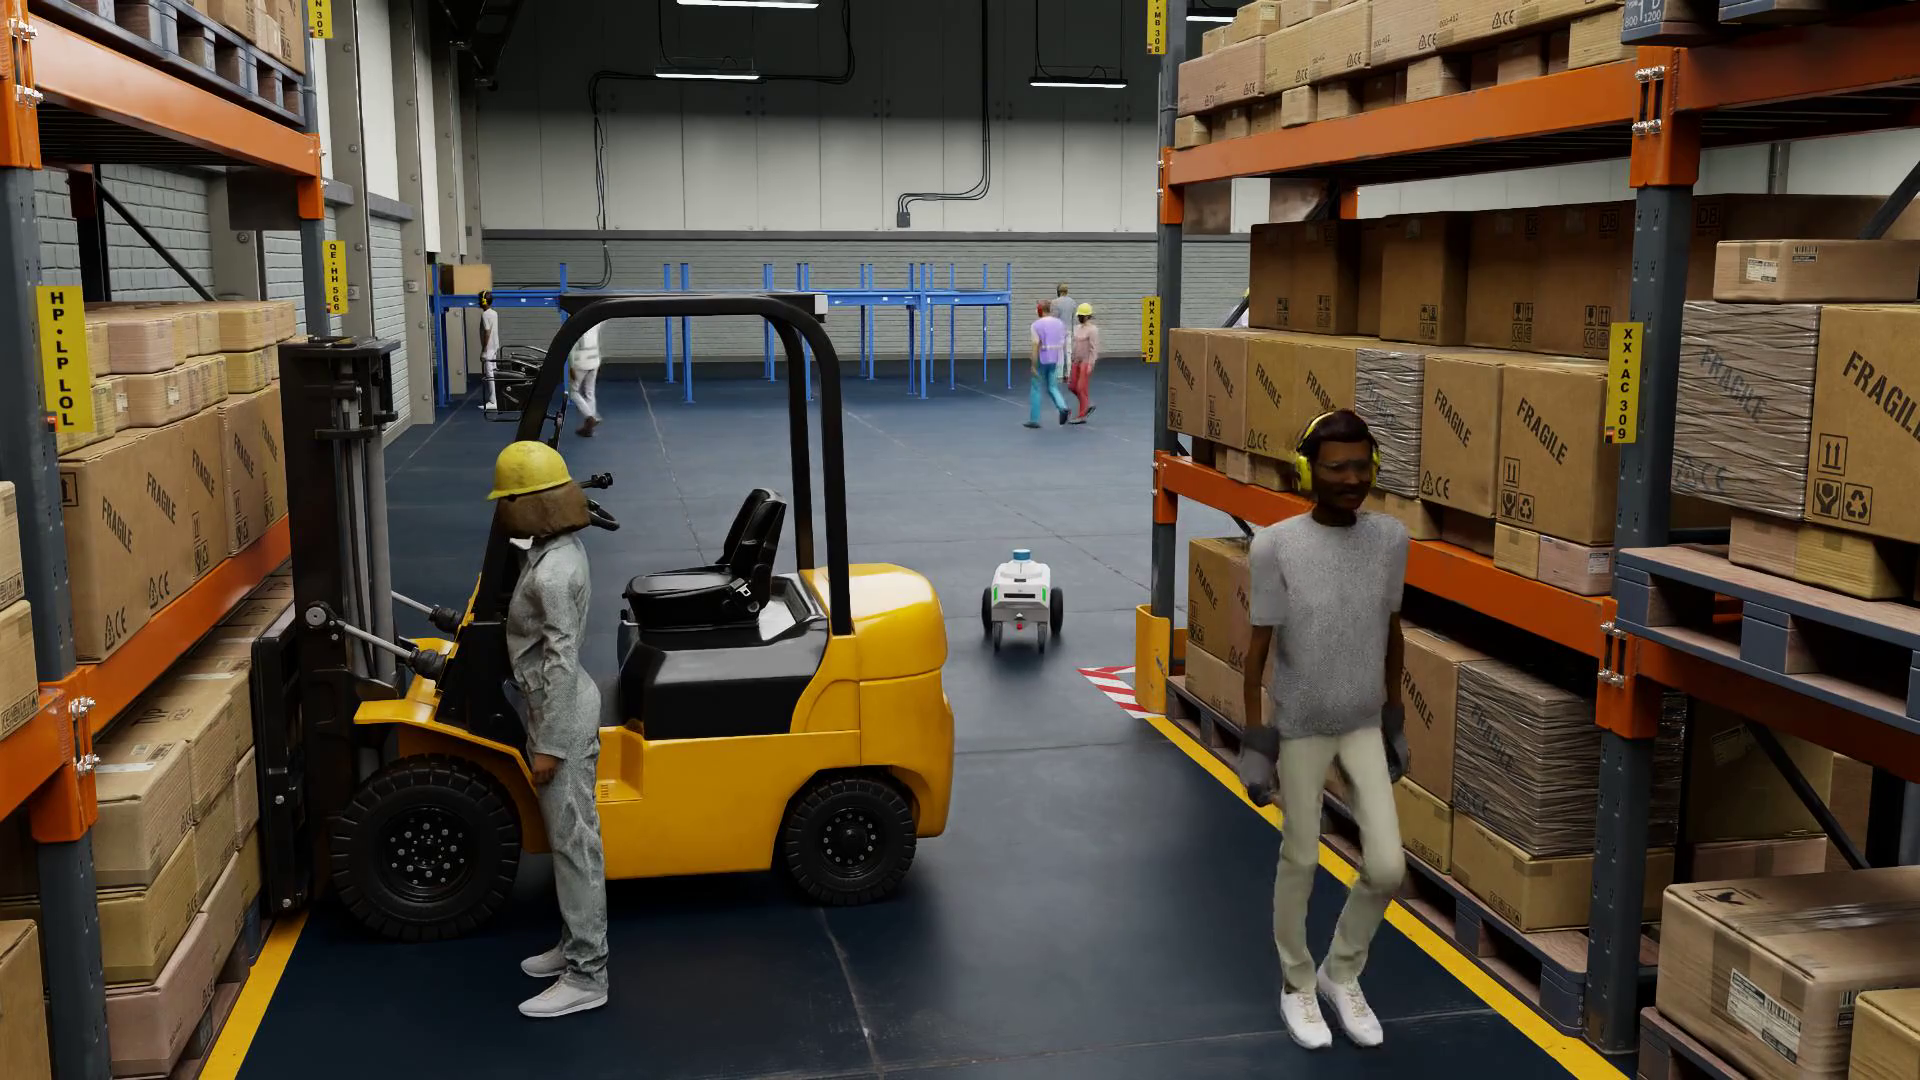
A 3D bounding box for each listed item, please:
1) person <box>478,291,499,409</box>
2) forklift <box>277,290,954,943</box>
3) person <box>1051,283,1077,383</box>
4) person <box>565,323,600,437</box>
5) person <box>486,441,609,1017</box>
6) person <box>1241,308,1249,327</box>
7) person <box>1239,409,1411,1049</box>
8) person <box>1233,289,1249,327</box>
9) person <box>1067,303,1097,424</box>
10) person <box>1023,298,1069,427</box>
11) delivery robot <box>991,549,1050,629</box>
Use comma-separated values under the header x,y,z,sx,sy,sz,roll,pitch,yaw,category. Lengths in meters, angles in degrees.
x,y,z,sx,sy,sz,roll,pitch,yaw,category
-7.534,-3.031,26.541,0.323,1.871,0.530,0,9,3,person
-1.179,0.175,6.143,2.313,2.155,1.214,-2,10,-12,forklift
2.004,-4.069,32.659,0.630,1.940,0.371,-8,12,-40,person
-5.004,-2.336,22.120,0.483,1.936,0.624,6,11,31,person
-1.247,0.563,5.044,0.311,1.735,0.484,-2,9,-11,person
4.767,-3.091,26.725,0.542,1.930,0.375,-5,10,-27,person
1.057,0.554,4.719,0.570,1.853,0.496,-2,10,-12,person
5.055,-3.386,28.623,0.617,1.888,0.898,-3,10,-18,person
1.792,-2.548,23.999,0.432,1.737,0.564,-6,11,-33,person
1.215,-2.485,23.350,0.586,1.821,0.654,-7,12,-37,person
0.374,0.300,10.082,0.477,0.478,0.707,1,9,4,delivery robot
